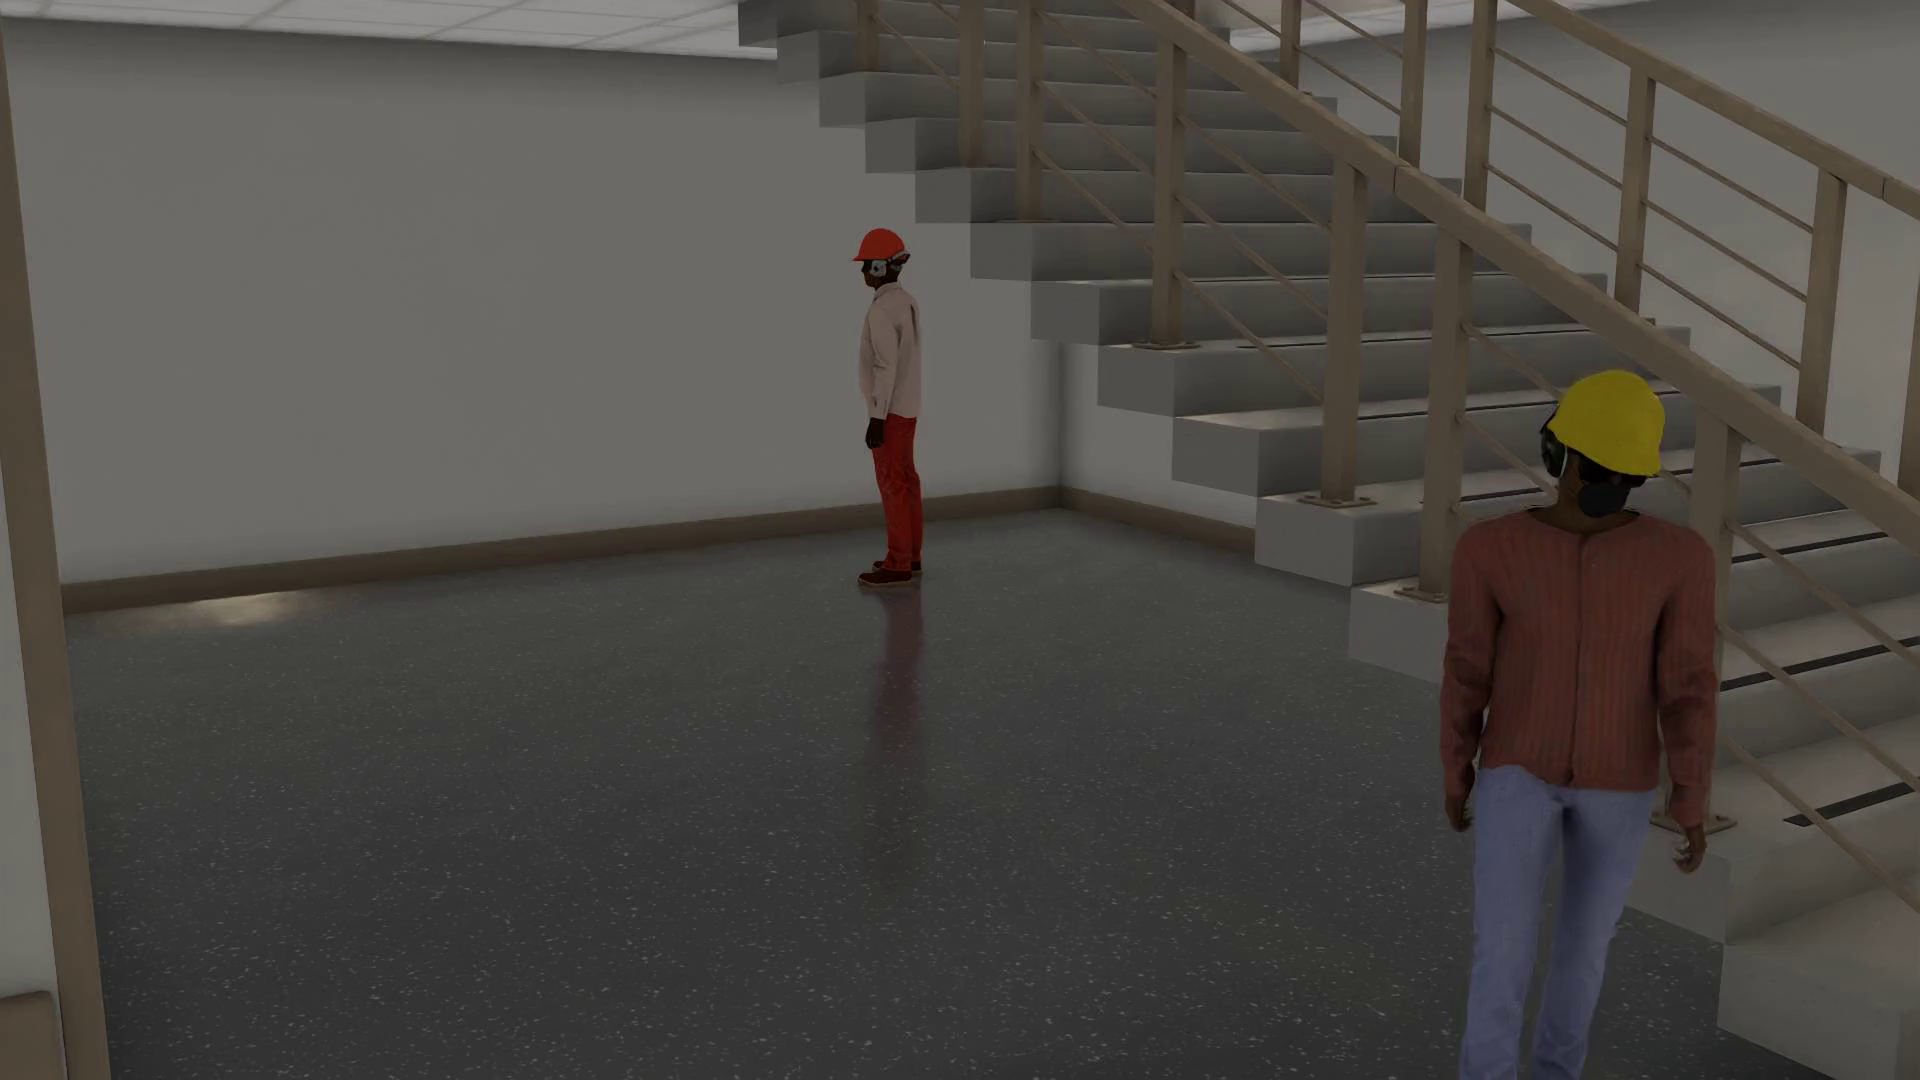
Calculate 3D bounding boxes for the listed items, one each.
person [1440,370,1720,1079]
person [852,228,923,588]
[{"bbox_3d":[1.259,0.524,3.413,0.521,1.734,0.648,2,11,11],"label":"person"},{"bbox_3d":[-0.406,-0.730,9.301,0.396,1.992,0.619,3,11,13],"label":"person"}]
